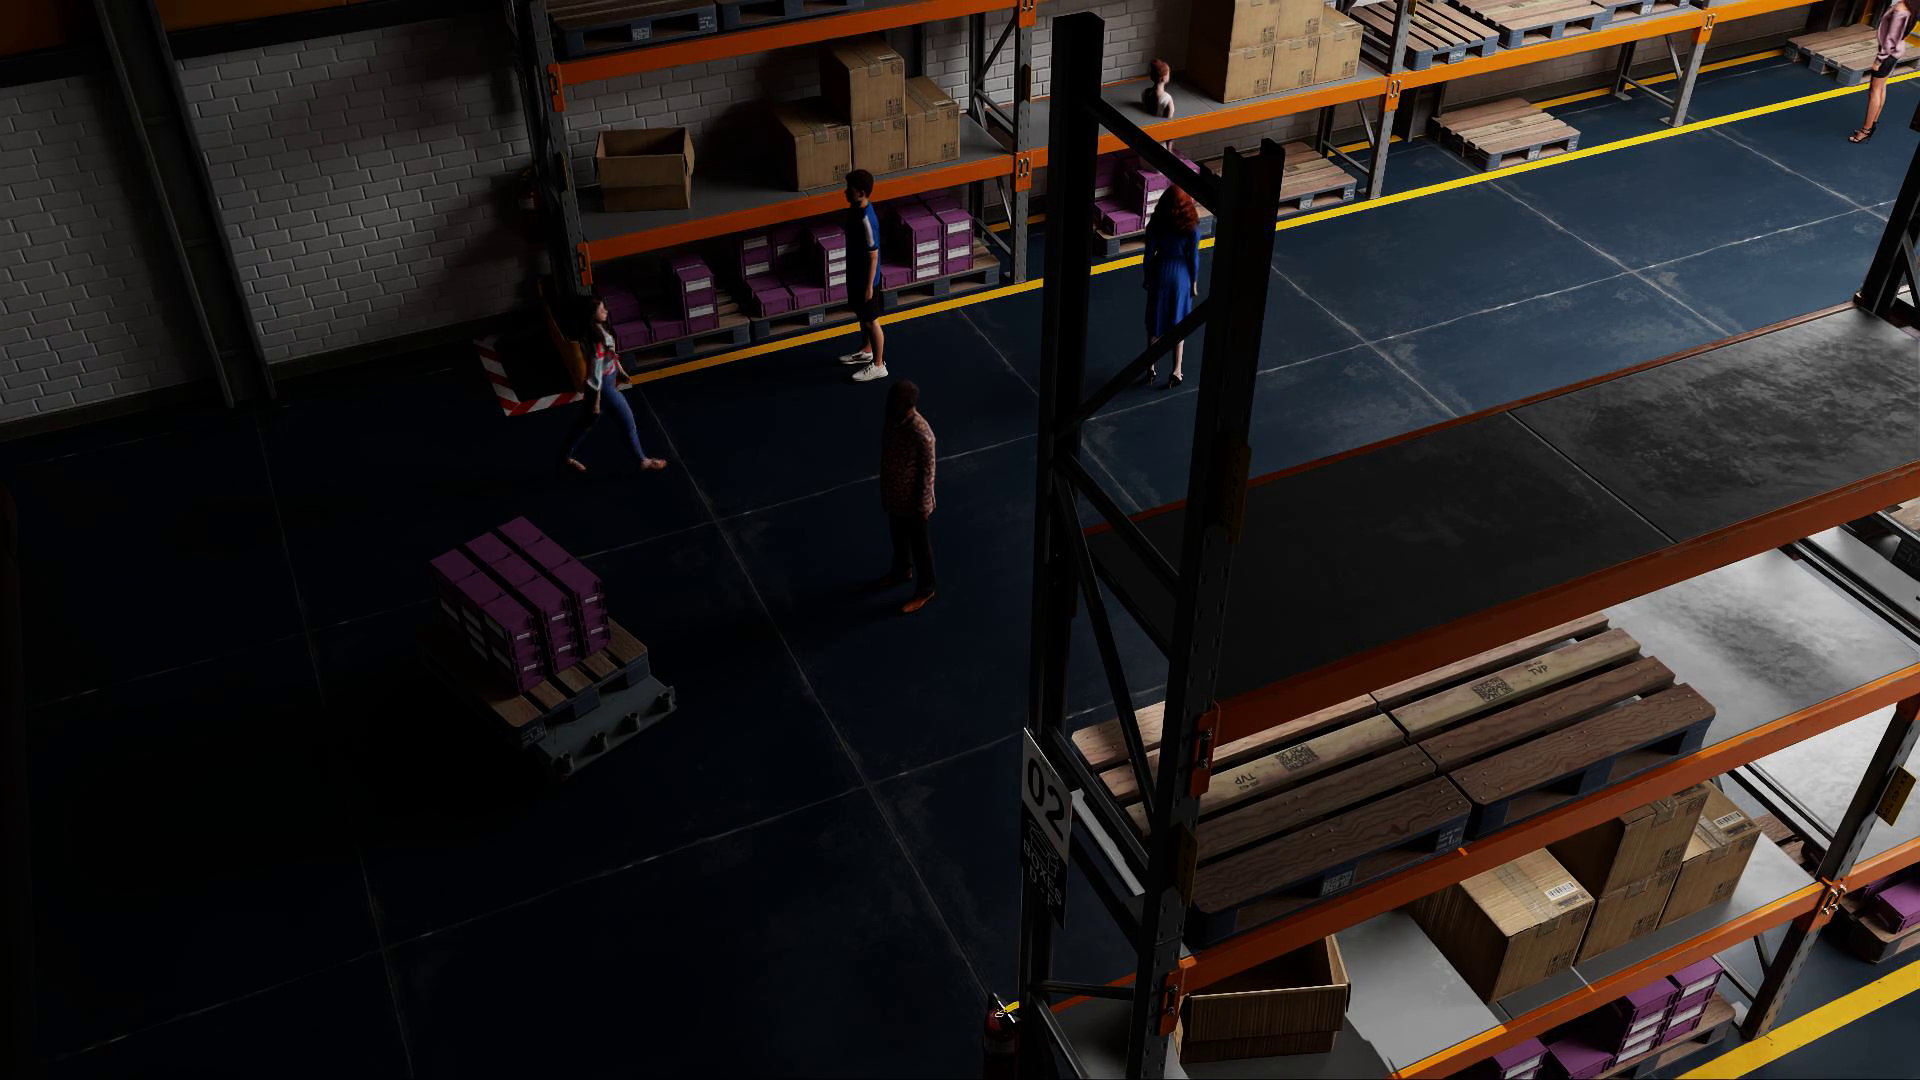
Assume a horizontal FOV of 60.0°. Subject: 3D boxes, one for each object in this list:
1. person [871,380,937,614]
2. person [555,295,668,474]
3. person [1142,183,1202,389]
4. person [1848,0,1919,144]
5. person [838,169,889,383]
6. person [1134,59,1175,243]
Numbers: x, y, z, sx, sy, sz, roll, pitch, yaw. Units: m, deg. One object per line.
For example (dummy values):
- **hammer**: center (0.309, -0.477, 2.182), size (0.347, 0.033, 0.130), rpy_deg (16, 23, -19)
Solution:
- **person**: center (-0.357, -0.333, 11.415), size (0.648, 1.808, 0.733), rpy_deg (-24, 45, -27)
- **person**: center (-2.804, -1.139, 12.608), size (1.118, 1.578, 0.724), rpy_deg (-9, 39, -11)
- **person**: center (1.702, -2.055, 13.556), size (0.709, 1.828, 0.770), rpy_deg (13, 40, 16)
- **person**: center (9.632, -5.006, 17.265), size (0.756, 1.811, 0.604), rpy_deg (30, 47, 32)
- **person**: center (-0.789, -2.193, 13.698), size (0.576, 1.866, 0.649), rpy_deg (-14, 41, -17)
- **person**: center (1.805, -3.644, 15.578), size (0.567, 1.787, 0.588), rpy_deg (-23, 44, -26)
